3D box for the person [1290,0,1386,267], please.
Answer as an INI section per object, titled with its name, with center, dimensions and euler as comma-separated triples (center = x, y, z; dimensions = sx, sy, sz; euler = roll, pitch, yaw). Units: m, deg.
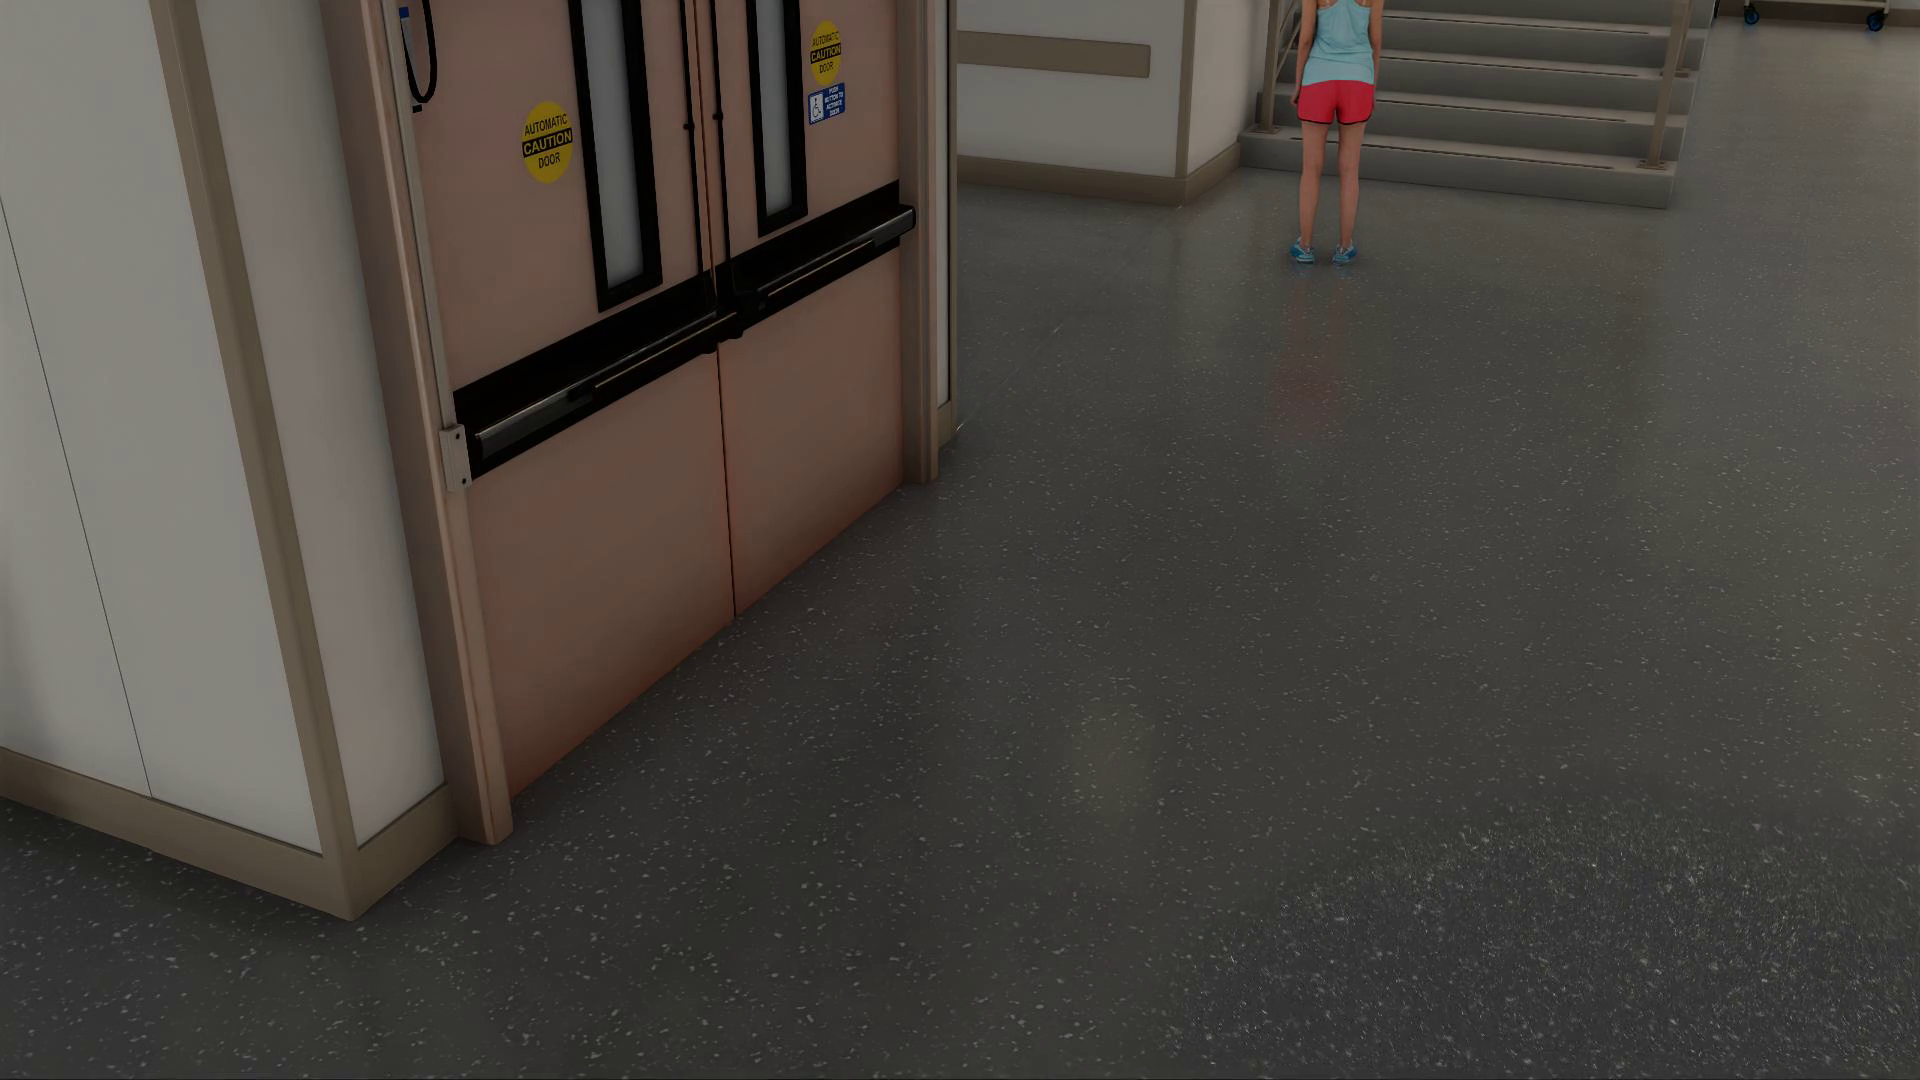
[person]
center = 1.901, -2.278, 8.396
dimensions = 0.655, 1.765, 0.672
euler = 4, 26, 8
